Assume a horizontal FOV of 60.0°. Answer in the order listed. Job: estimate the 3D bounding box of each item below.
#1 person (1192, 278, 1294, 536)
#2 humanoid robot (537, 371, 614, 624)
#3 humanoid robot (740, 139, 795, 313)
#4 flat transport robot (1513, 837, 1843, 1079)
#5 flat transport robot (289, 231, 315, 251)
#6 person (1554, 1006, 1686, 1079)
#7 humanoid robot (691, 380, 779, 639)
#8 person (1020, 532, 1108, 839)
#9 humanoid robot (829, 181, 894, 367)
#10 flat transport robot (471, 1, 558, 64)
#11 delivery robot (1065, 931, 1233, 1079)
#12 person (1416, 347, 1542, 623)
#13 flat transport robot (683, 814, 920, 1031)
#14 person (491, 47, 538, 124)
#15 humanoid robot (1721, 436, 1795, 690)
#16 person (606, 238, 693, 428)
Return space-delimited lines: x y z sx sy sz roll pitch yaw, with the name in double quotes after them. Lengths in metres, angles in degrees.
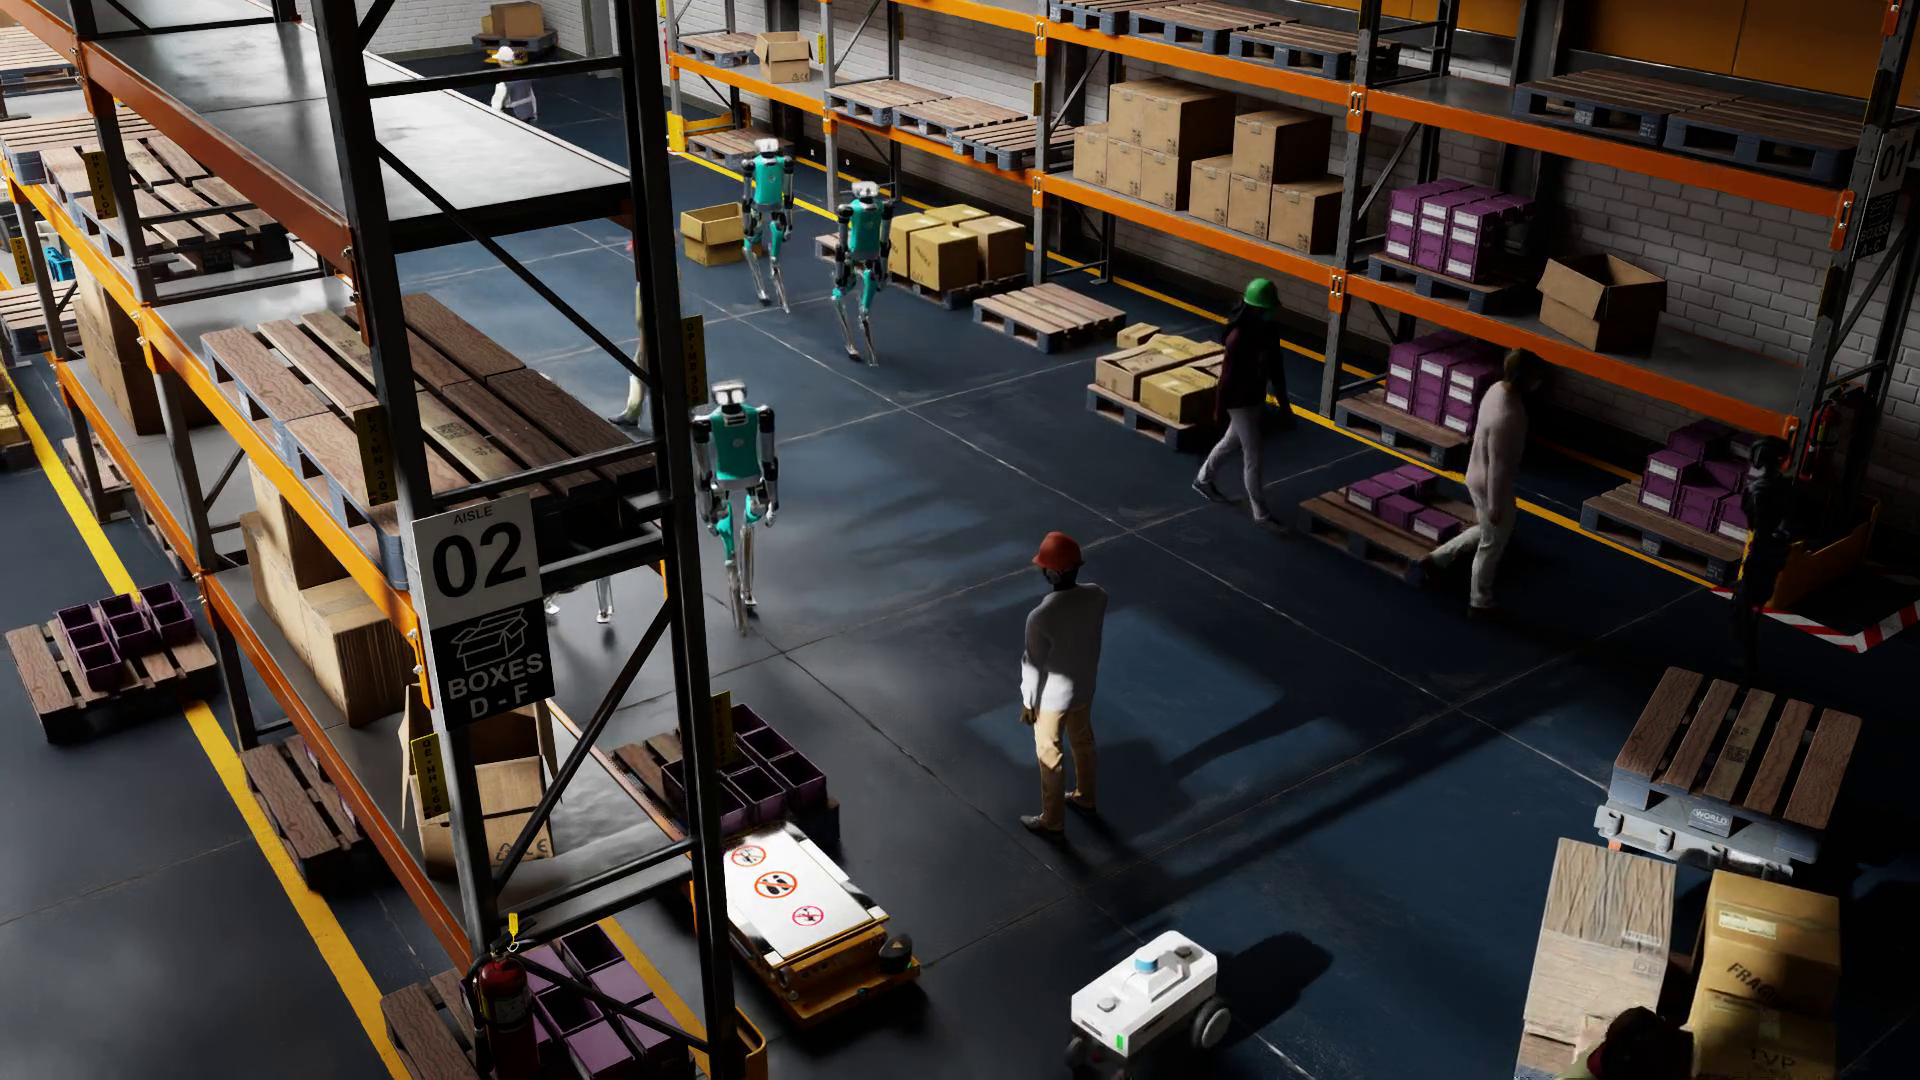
2.107 -1.044 12.256 0.997 1.900 0.498 23 35 38 "person"
-2.502 -0.172 10.717 0.543 1.733 0.936 -24 35 -39 "humanoid robot"
-1.978 -3.169 16.691 0.542 1.798 0.825 -12 29 -22 "humanoid robot"
3.052 2.391 7.231 0.659 0.231 1.431 11 29 21 "flat transport robot"
-7.698 -3.252 18.455 1.431 0.231 0.659 15 31 28 "flat transport robot"
2.234 2.329 5.642 0.855 1.804 0.649 24 35 39 "person"
-1.483 -0.259 10.892 0.547 1.796 0.849 -9 28 -17 "humanoid robot"
0.524 0.761 8.836 0.559 1.741 0.358 -24 35 -39 "person"
-0.956 -2.450 15.245 0.558 1.772 0.873 -13 30 -24 "humanoid robot"
-7.651 -8.482 28.858 0.659 0.231 1.431 4 27 8 "flat transport robot"
0.847 2.092 7.512 0.777 0.598 0.499 -23 34 -38 "delivery robot"
3.422 -0.358 10.869 0.581 1.920 0.633 7 28 14 "person"
-0.867 1.849 8.309 0.659 0.231 1.431 -18 32 -31 "flat transport robot"
-5.677 -5.309 20.909 0.739 1.731 0.752 8 28 15 "person"
4.884 0.145 10.139 0.399 1.644 0.604 16 31 29 "humanoid robot"
-2.628 -1.742 13.834 0.806 1.718 0.586 6 27 12 "person"
